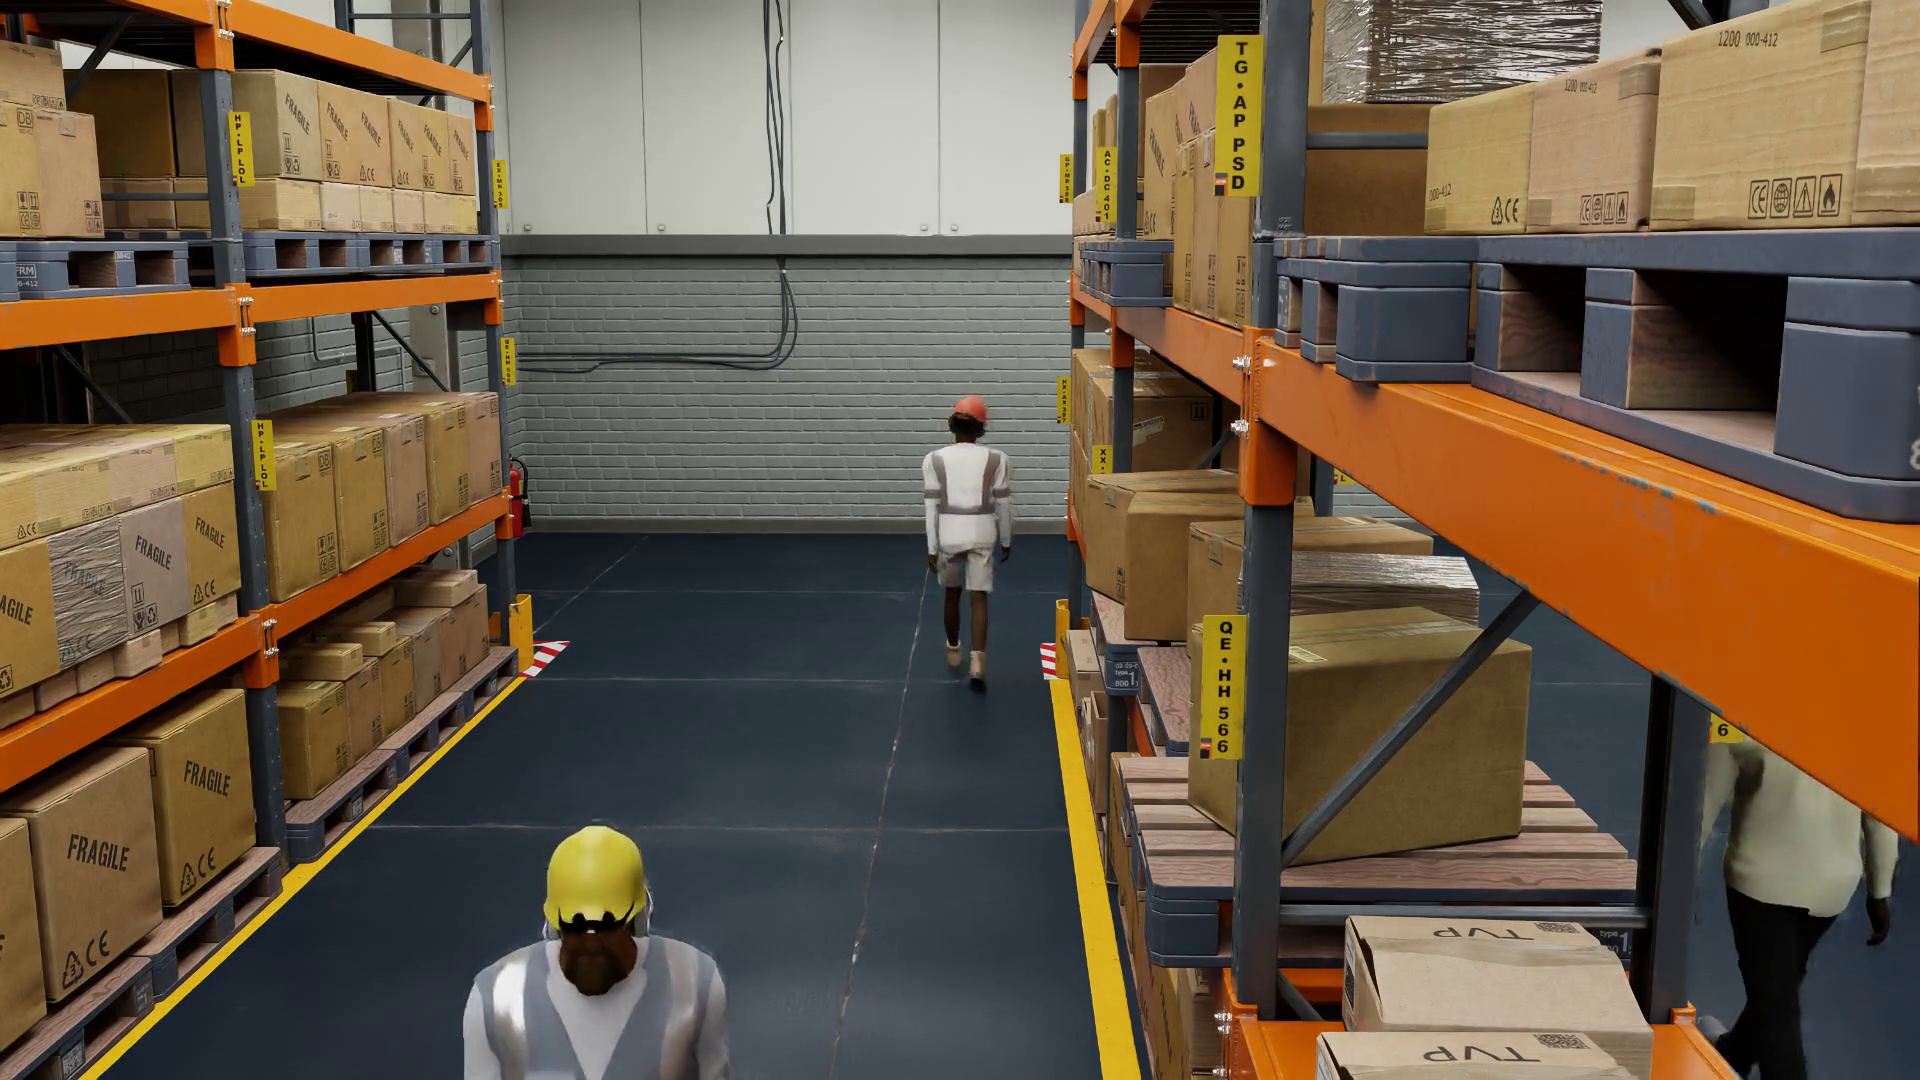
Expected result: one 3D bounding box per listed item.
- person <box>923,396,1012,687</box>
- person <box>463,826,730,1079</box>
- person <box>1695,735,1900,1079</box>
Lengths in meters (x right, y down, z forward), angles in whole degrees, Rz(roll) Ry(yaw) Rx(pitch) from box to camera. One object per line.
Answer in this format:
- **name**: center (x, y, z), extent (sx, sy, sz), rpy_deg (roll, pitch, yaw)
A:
- **person**: center (0.049, 0.005, 11.543), extent (0.612, 1.998, 0.959), rpy_deg (1, 10, 4)
- **person**: center (-0.797, 1.502, 3.662), extent (0.590, 1.783, 0.925), rpy_deg (-1, 10, -7)
- **person**: center (2.677, 1.085, 5.554), extent (0.652, 1.946, 0.981), rpy_deg (-1, 10, -3)
